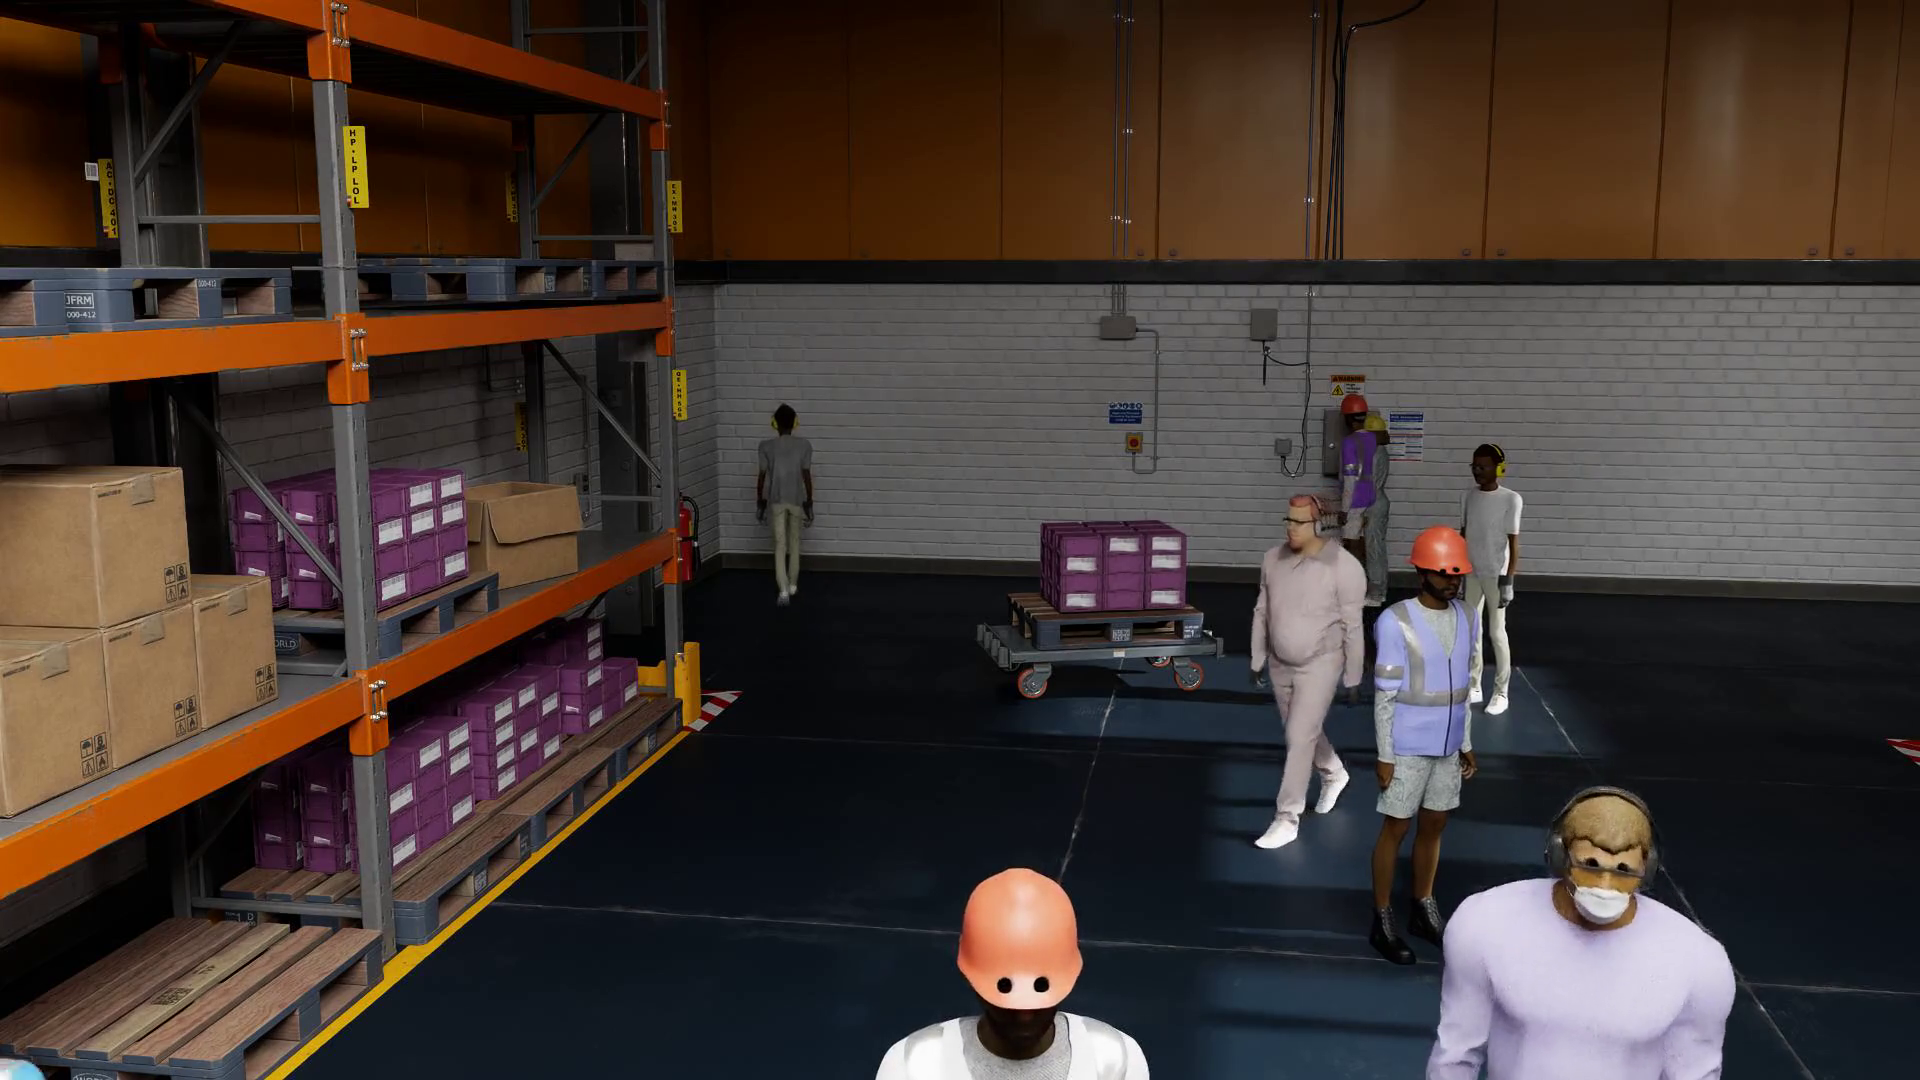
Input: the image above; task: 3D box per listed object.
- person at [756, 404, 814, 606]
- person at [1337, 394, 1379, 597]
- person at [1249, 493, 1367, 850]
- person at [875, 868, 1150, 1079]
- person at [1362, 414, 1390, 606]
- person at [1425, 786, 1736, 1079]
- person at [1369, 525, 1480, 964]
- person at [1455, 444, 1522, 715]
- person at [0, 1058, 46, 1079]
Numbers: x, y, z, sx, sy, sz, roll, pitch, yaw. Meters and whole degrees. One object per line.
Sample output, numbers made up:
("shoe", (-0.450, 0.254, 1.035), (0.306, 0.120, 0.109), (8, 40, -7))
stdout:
("person", (-1.603, -0.330, 15.233), (0.523, 1.821, 0.983), (-2, 9, -10))
("person", (3.544, -0.346, 14.963), (0.376, 1.933, 0.545), (8, 12, 40))
("person", (1.889, 0.658, 8.979), (0.947, 1.872, 0.657), (-8, 12, -40))
("person", (0.106, 1.556, 3.223), (0.551, 1.932, 0.378), (-1, 9, -9))
("person", (3.728, -0.270, 15.093), (0.318, 1.738, 0.486), (4, 10, 23))
("person", (1.409, 1.459, 3.870), (0.654, 1.918, 0.514), (3, 10, 20))
("person", (2.068, 0.890, 7.327), (0.548, 1.937, 0.379), (-4, 10, -25))
("person", (3.611, 0.258, 11.459), (0.331, 1.864, 0.509), (-6, 11, -35))
("person", (-2.163, 1.616, 3.631), (0.538, 1.684, 0.363), (2, 9, 13))
